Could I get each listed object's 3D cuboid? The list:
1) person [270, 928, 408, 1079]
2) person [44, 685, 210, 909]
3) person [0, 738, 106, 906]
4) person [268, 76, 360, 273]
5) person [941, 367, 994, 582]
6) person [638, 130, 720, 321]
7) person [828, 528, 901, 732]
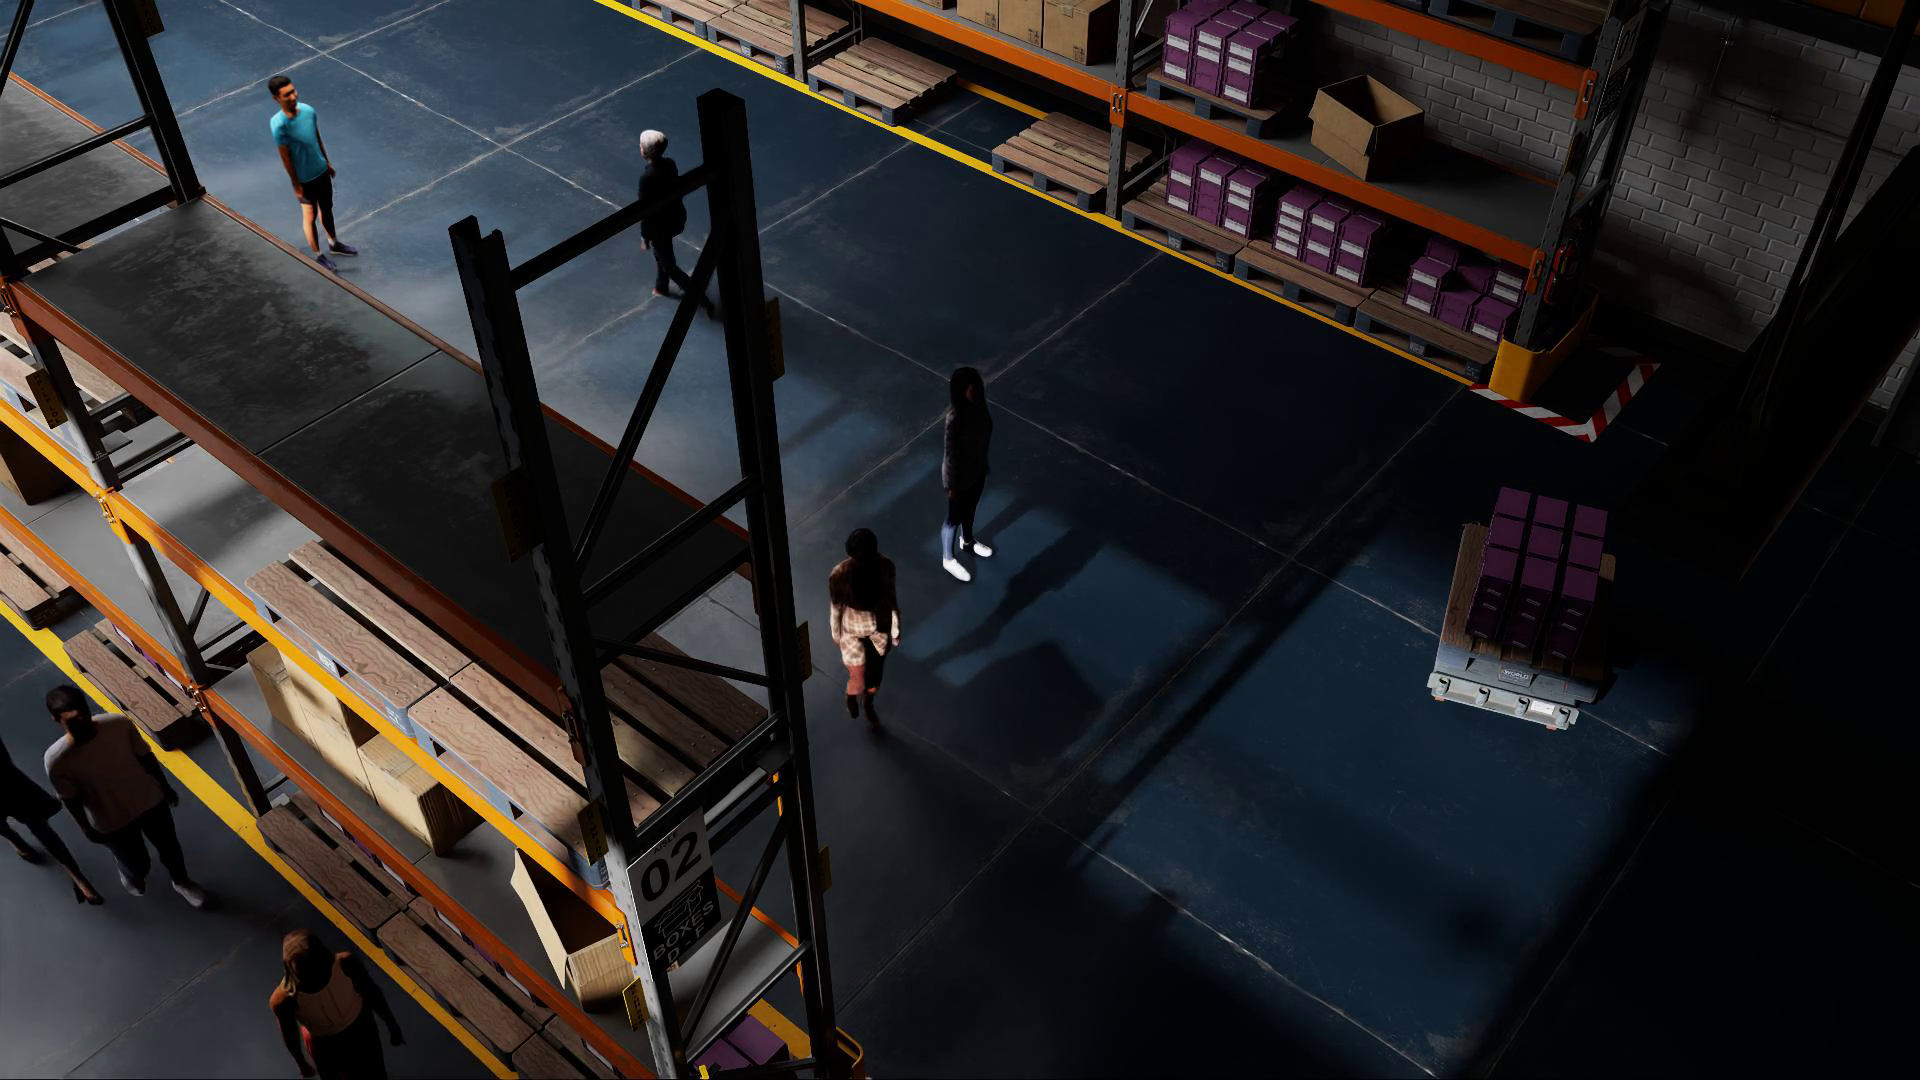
[{"bbox_3d":[-3.158,2.447,8.401,0.725,1.786,0.973,-32,52,-29],"label":"person"},{"bbox_3d":[-4.767,1.443,9.393,0.793,1.873,0.699,26,49,25],"label":"person"},{"bbox_3d":[-5.625,1.419,9.539,1.180,1.705,0.658,25,49,24],"label":"person"},{"bbox_3d":[-5.613,-3.162,14.296,0.613,1.777,0.668,18,46,18],"label":"person"},{"bbox_3d":[0.038,-0.496,11.529,0.555,1.732,0.635,25,49,24],"label":"person"},{"bbox_3d":[-2.432,-2.576,13.917,1.142,1.759,0.915,17,46,17],"label":"person"},{"bbox_3d":[-0.616,0.518,10.430,0.695,1.780,0.746,-16,46,-16],"label":"person"}]
